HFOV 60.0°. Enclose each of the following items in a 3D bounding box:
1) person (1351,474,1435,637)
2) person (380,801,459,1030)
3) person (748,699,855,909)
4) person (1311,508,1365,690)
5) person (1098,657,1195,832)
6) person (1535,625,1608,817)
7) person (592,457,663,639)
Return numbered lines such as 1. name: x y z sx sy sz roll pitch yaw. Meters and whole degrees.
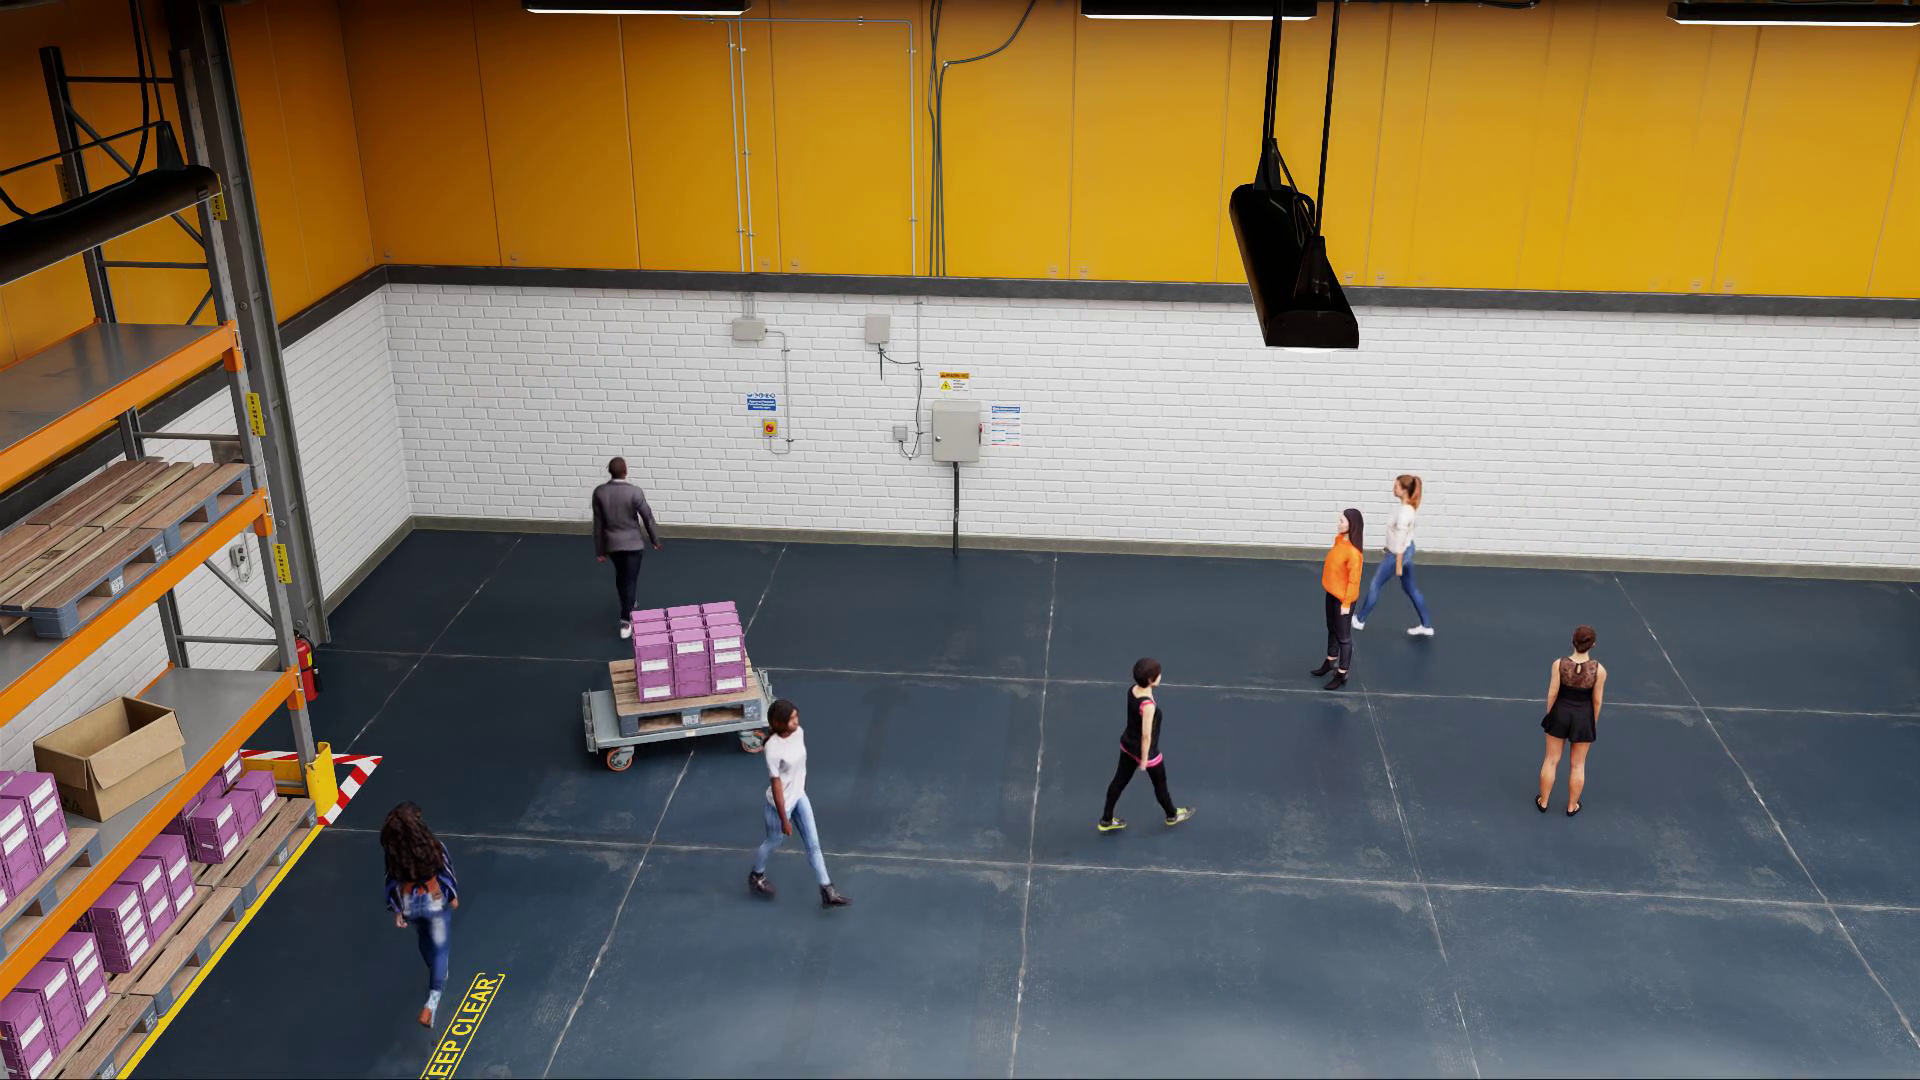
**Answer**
1. person: 4.336 0.192 16.072 0.987 1.674 1.154 12 26 26
2. person: -3.532 2.474 10.955 0.706 1.591 1.045 -1 24 -3
3. person: -1.331 1.922 12.115 0.987 1.673 1.150 13 27 27
4. person: 3.499 0.517 15.236 0.732 1.749 0.575 -4 24 -9
5. person: 1.338 1.630 12.982 0.914 1.515 1.027 -9 25 -19
6. person: 4.865 1.427 13.247 0.639 1.675 0.636 9 25 19
7. person: -3.284 0.110 16.119 0.790 1.788 0.983 5 24 12
